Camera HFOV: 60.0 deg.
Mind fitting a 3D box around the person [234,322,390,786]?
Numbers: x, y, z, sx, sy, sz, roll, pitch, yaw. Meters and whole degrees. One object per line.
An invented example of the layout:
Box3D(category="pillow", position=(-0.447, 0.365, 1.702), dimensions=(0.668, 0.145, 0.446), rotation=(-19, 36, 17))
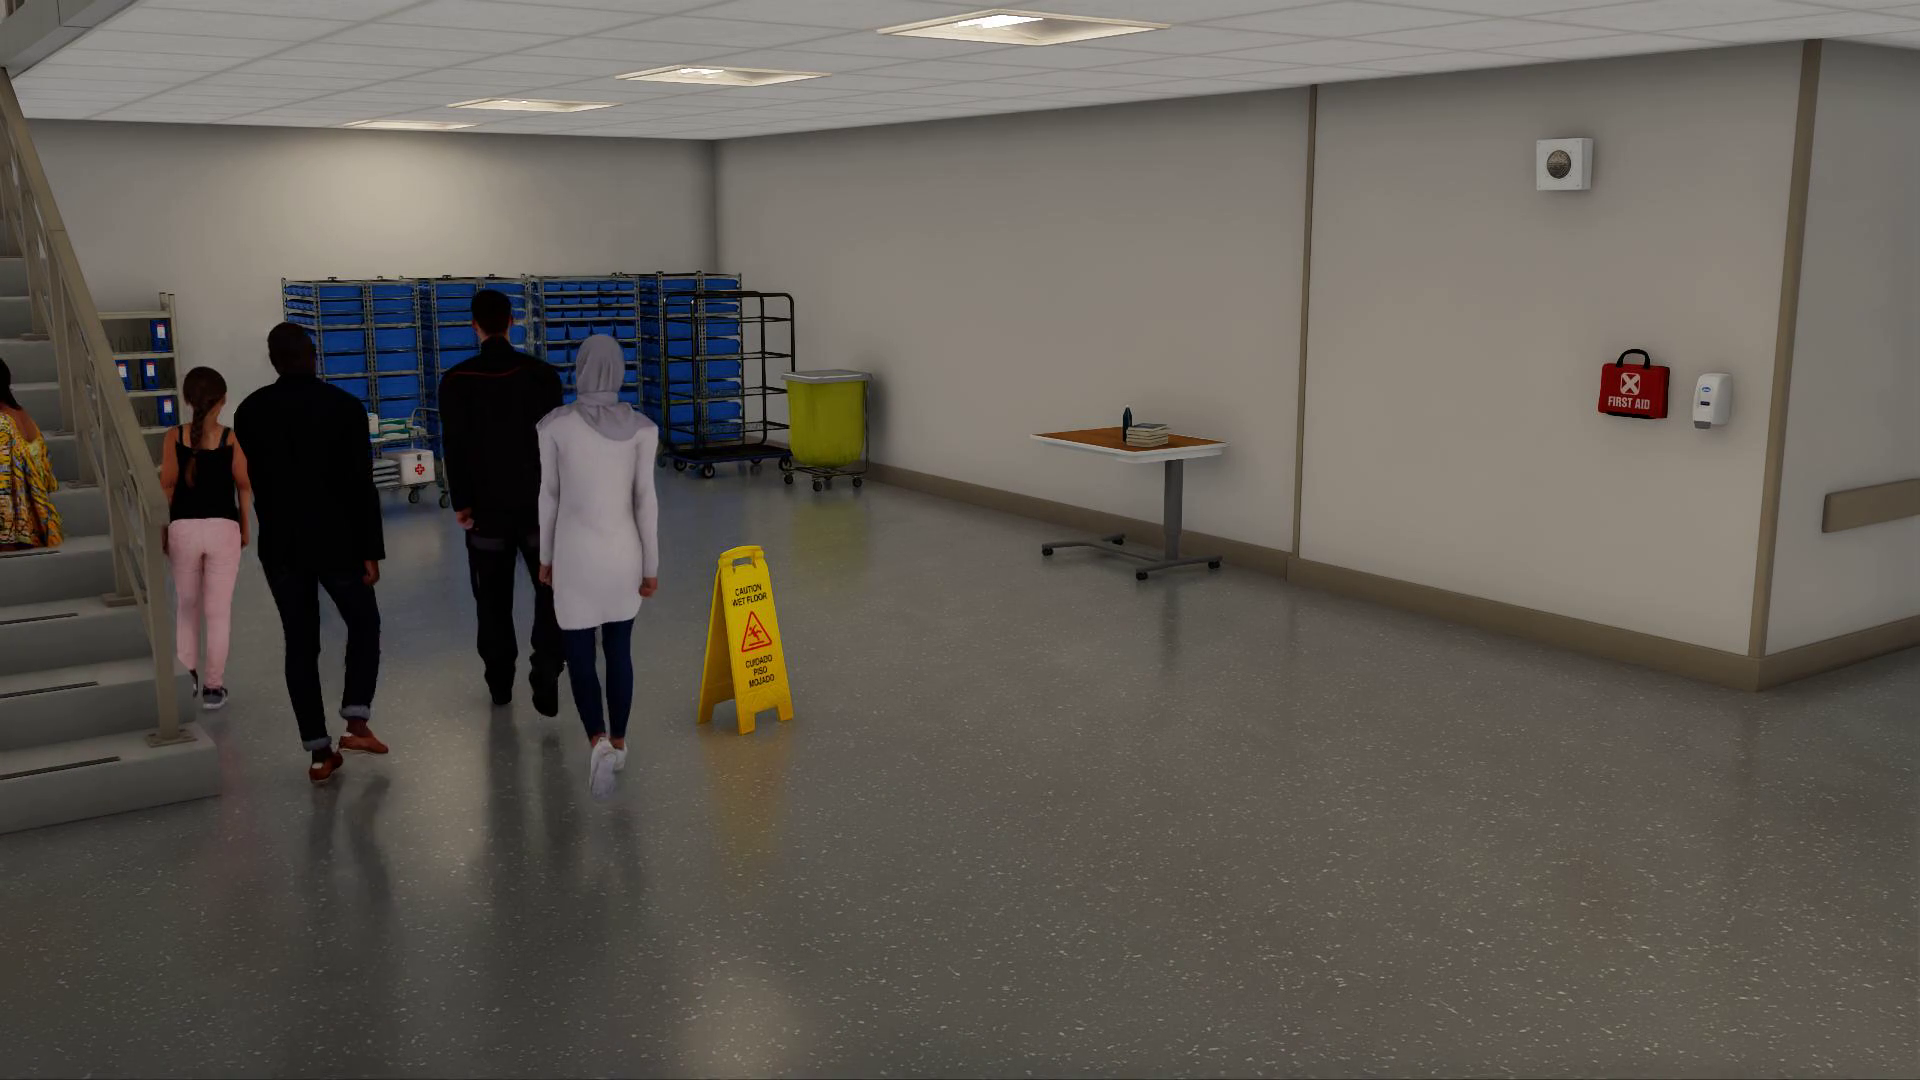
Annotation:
Box3D(category="person", position=(-2.555, 0.076, 6.458), dimensions=(0.842, 1.794, 0.866), rotation=(0, 11, 0))

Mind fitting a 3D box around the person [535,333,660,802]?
Box3D(category="person", position=(-1.382, 0.121, 6.332), dimensions=(0.848, 1.753, 1.136), rotation=(-3, 11, -16))

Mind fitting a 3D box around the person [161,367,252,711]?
Box3D(category="person", position=(-3.385, 0.017, 7.453), dimensions=(0.629, 1.539, 0.673), rotation=(-4, 12, -22))

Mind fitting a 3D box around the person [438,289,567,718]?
Box3D(category="person", position=(-1.960, -0.144, 7.358), dimensions=(0.971, 1.892, 1.187), rotation=(-2, 11, -12))
